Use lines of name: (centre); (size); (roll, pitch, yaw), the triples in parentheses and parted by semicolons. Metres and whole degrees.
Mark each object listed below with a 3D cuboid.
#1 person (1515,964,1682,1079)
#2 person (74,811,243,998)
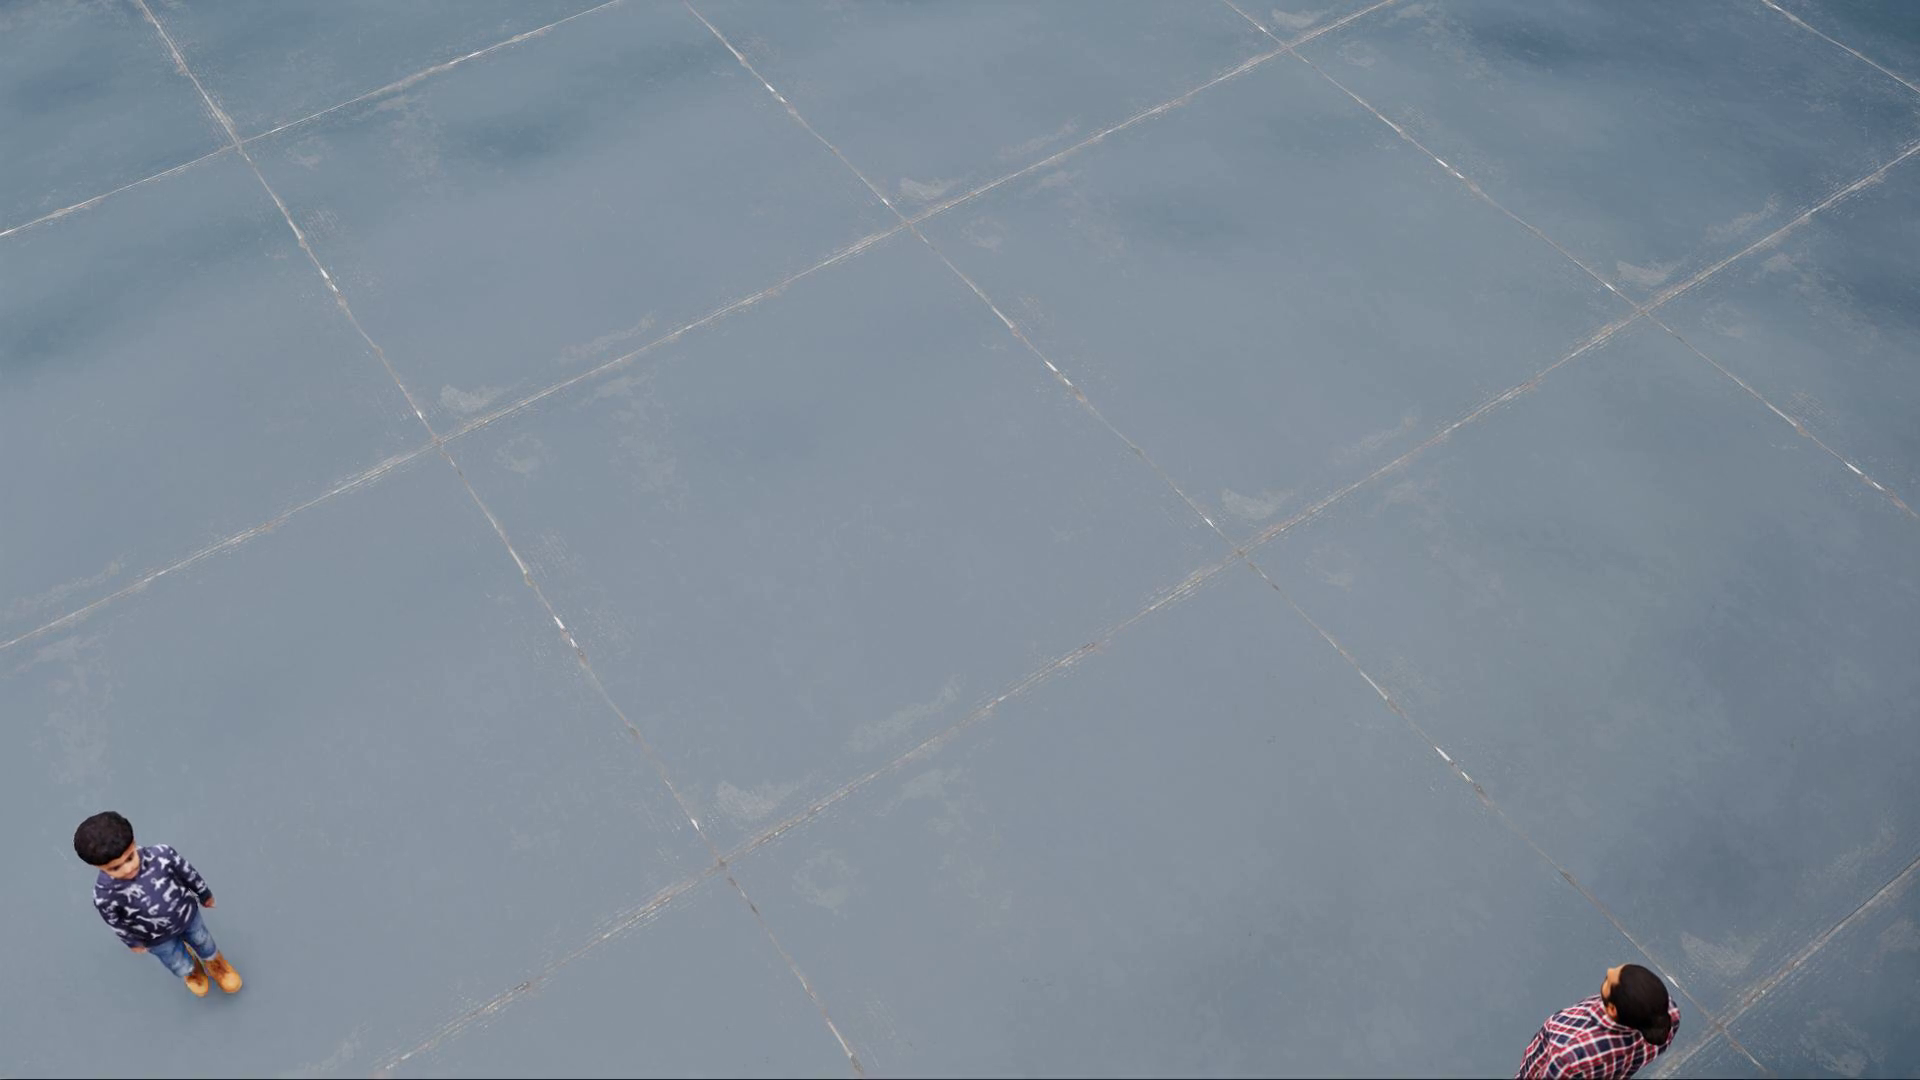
person: (2.125, 1.902, 5.825); (0.709, 1.761, 0.603); (-24, 56, -18)
person: (-3.160, 1.423, 6.521); (0.563, 1.247, 0.551); (36, 60, 24)
